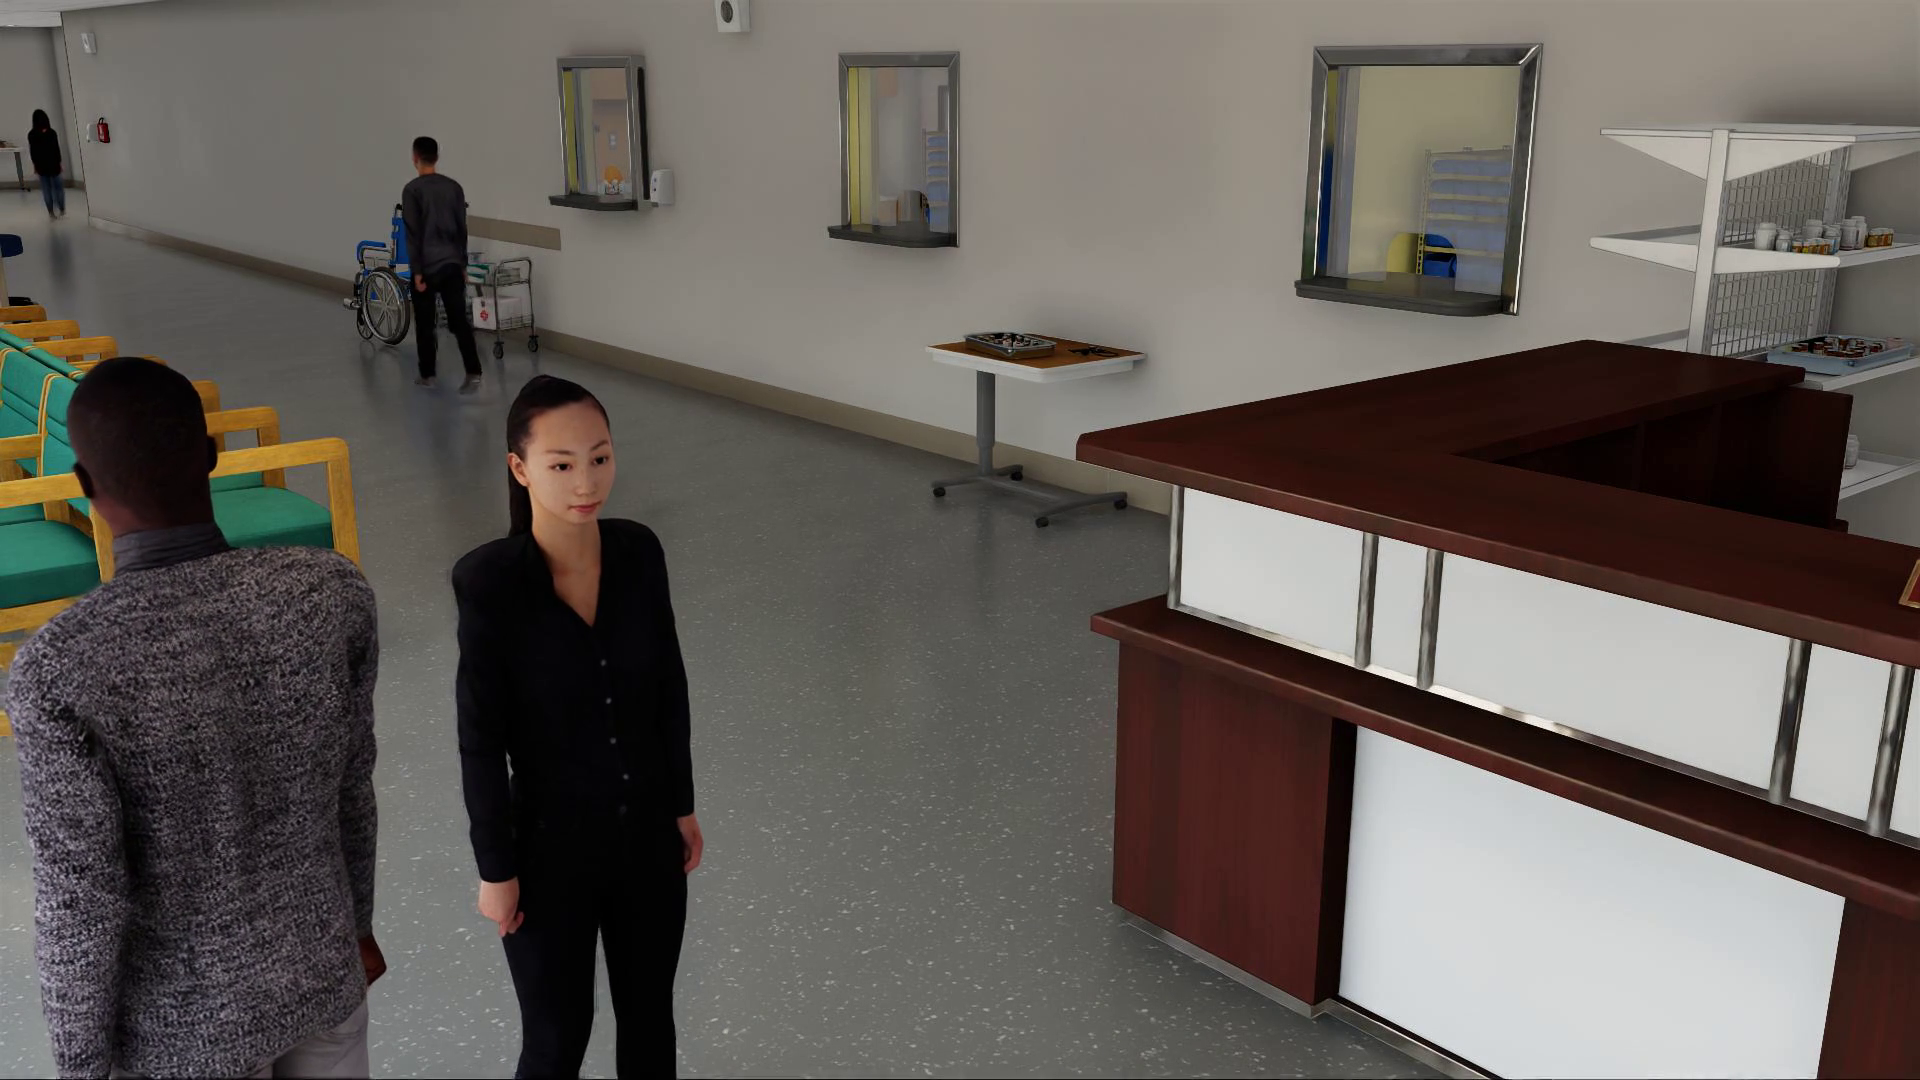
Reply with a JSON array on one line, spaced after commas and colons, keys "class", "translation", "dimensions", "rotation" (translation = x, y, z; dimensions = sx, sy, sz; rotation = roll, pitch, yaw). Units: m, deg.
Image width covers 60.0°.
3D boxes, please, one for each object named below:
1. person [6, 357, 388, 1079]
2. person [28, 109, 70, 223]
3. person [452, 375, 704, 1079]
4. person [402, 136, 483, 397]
[{"class": "person", "translation": [-0.997, 0.651, 2.331], "dimensions": [0.808, 1.837, 0.612], "rotation": [9, 18, 30]}, {"class": "person", "translation": [-13.583, -5.560, 24.745], "dimensions": [0.865, 1.628, 0.814], "rotation": [-5, 17, -18]}, {"class": "person", "translation": [-0.658, 0.550, 2.924], "dimensions": [0.428, 1.709, 0.639], "rotation": [-14, 21, -40]}, {"class": "person", "translation": [-3.501, -1.820, 11.298], "dimensions": [1.077, 1.726, 0.692], "rotation": [-12, 20, -37]}]
